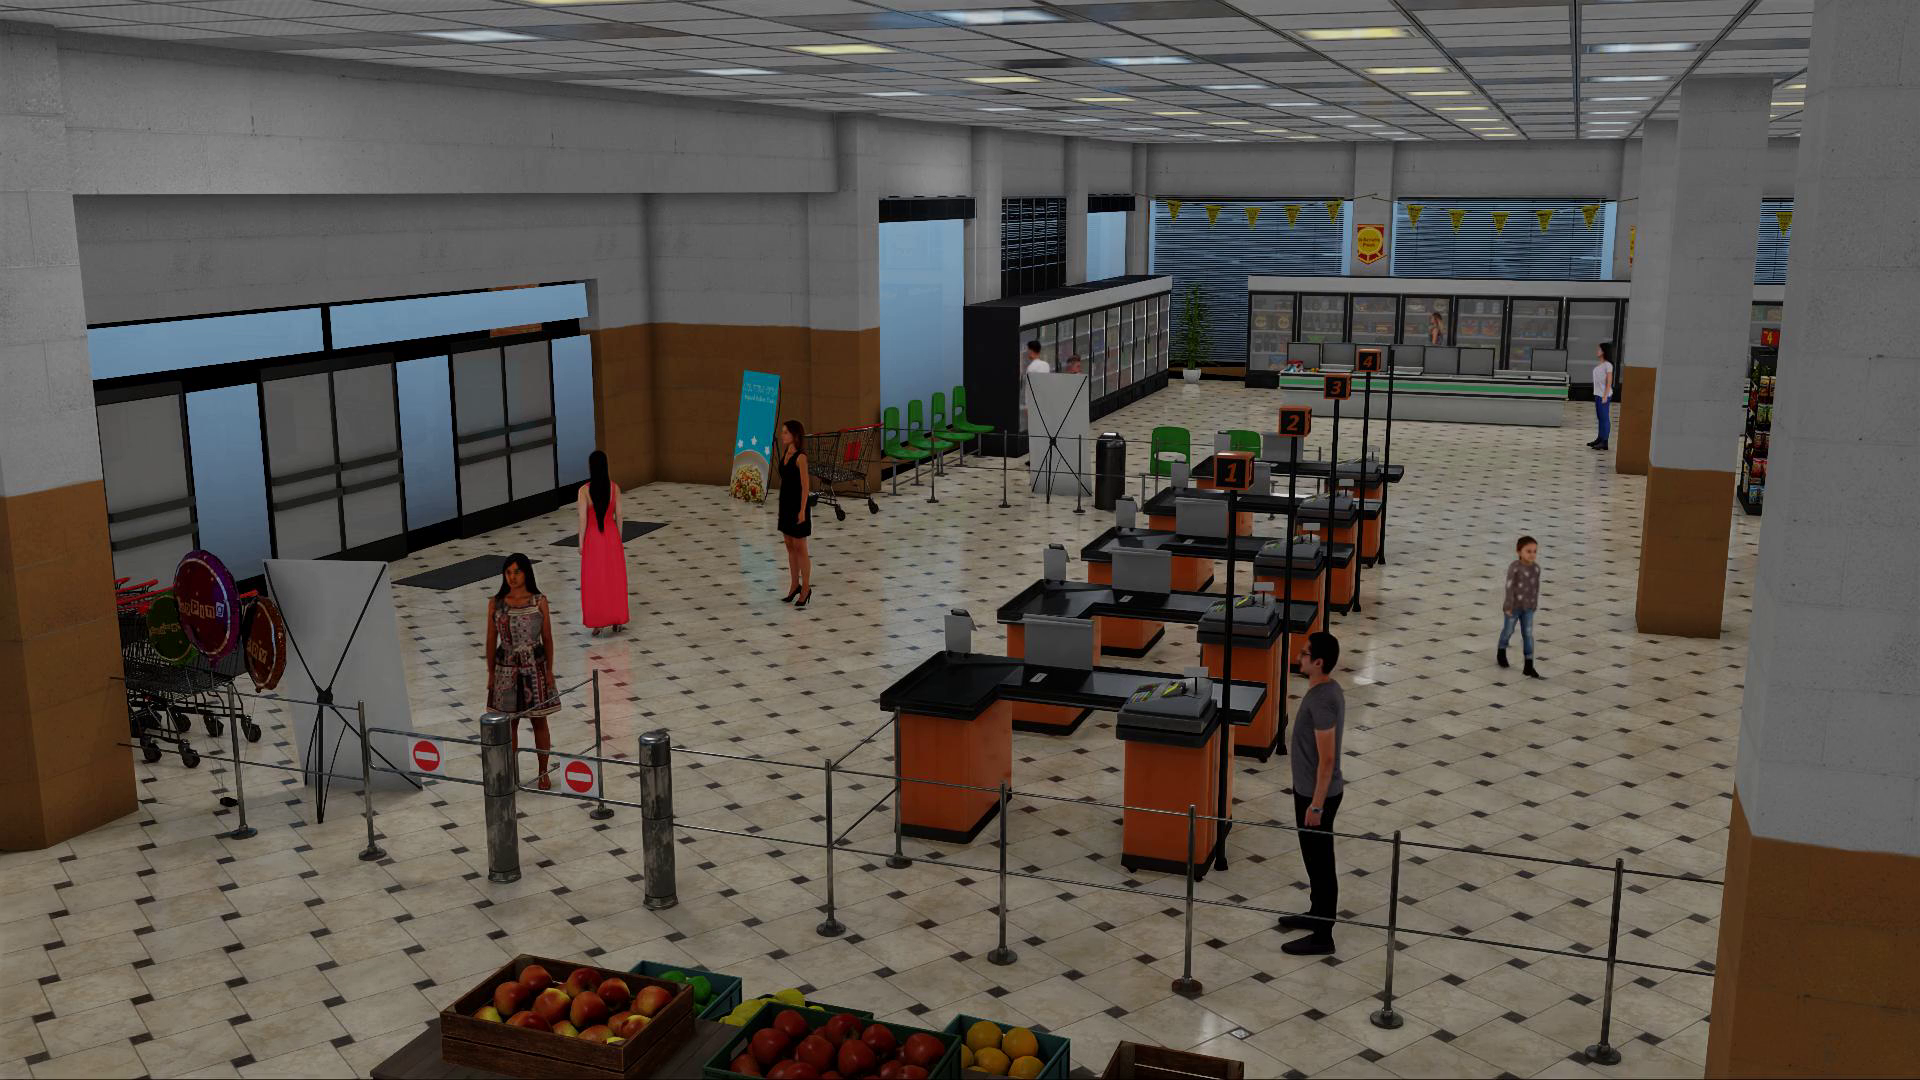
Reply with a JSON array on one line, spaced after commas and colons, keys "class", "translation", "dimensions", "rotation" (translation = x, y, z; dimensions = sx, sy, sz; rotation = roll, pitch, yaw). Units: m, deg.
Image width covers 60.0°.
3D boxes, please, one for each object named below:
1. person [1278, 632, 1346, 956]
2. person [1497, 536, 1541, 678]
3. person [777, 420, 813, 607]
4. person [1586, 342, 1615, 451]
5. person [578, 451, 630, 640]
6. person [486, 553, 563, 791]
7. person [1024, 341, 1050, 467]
[{"class": "person", "translation": [1.920, 1.339, 8.929], "dimensions": [0.586, 1.754, 0.649], "rotation": [2, 12, 10]}, {"class": "person", "translation": [4.718, 0.548, 14.105], "dimensions": [0.843, 1.170, 0.752], "rotation": [-1, 12, -4]}, {"class": "person", "translation": [-1.625, -0.263, 16.344], "dimensions": [0.728, 1.834, 0.631], "rotation": [-9, 15, -36]}, {"class": "person", "translation": [10.125, -2.255, 26.168], "dimensions": [0.609, 1.684, 0.655], "rotation": [1, 12, 5]}, {"class": "person", "translation": [-3.274, 0.035, 15.191], "dimensions": [0.715, 1.726, 0.750], "rotation": [-8, 14, -33]}, {"class": "person", "translation": [-2.980, 0.890, 11.325], "dimensions": [0.640, 1.645, 0.784], "rotation": [-2, 12, -7]}, {"class": "person", "translation": [1.189, -2.025, 24.652], "dimensions": [0.723, 1.858, 0.713], "rotation": [11, 16, 41]}]
